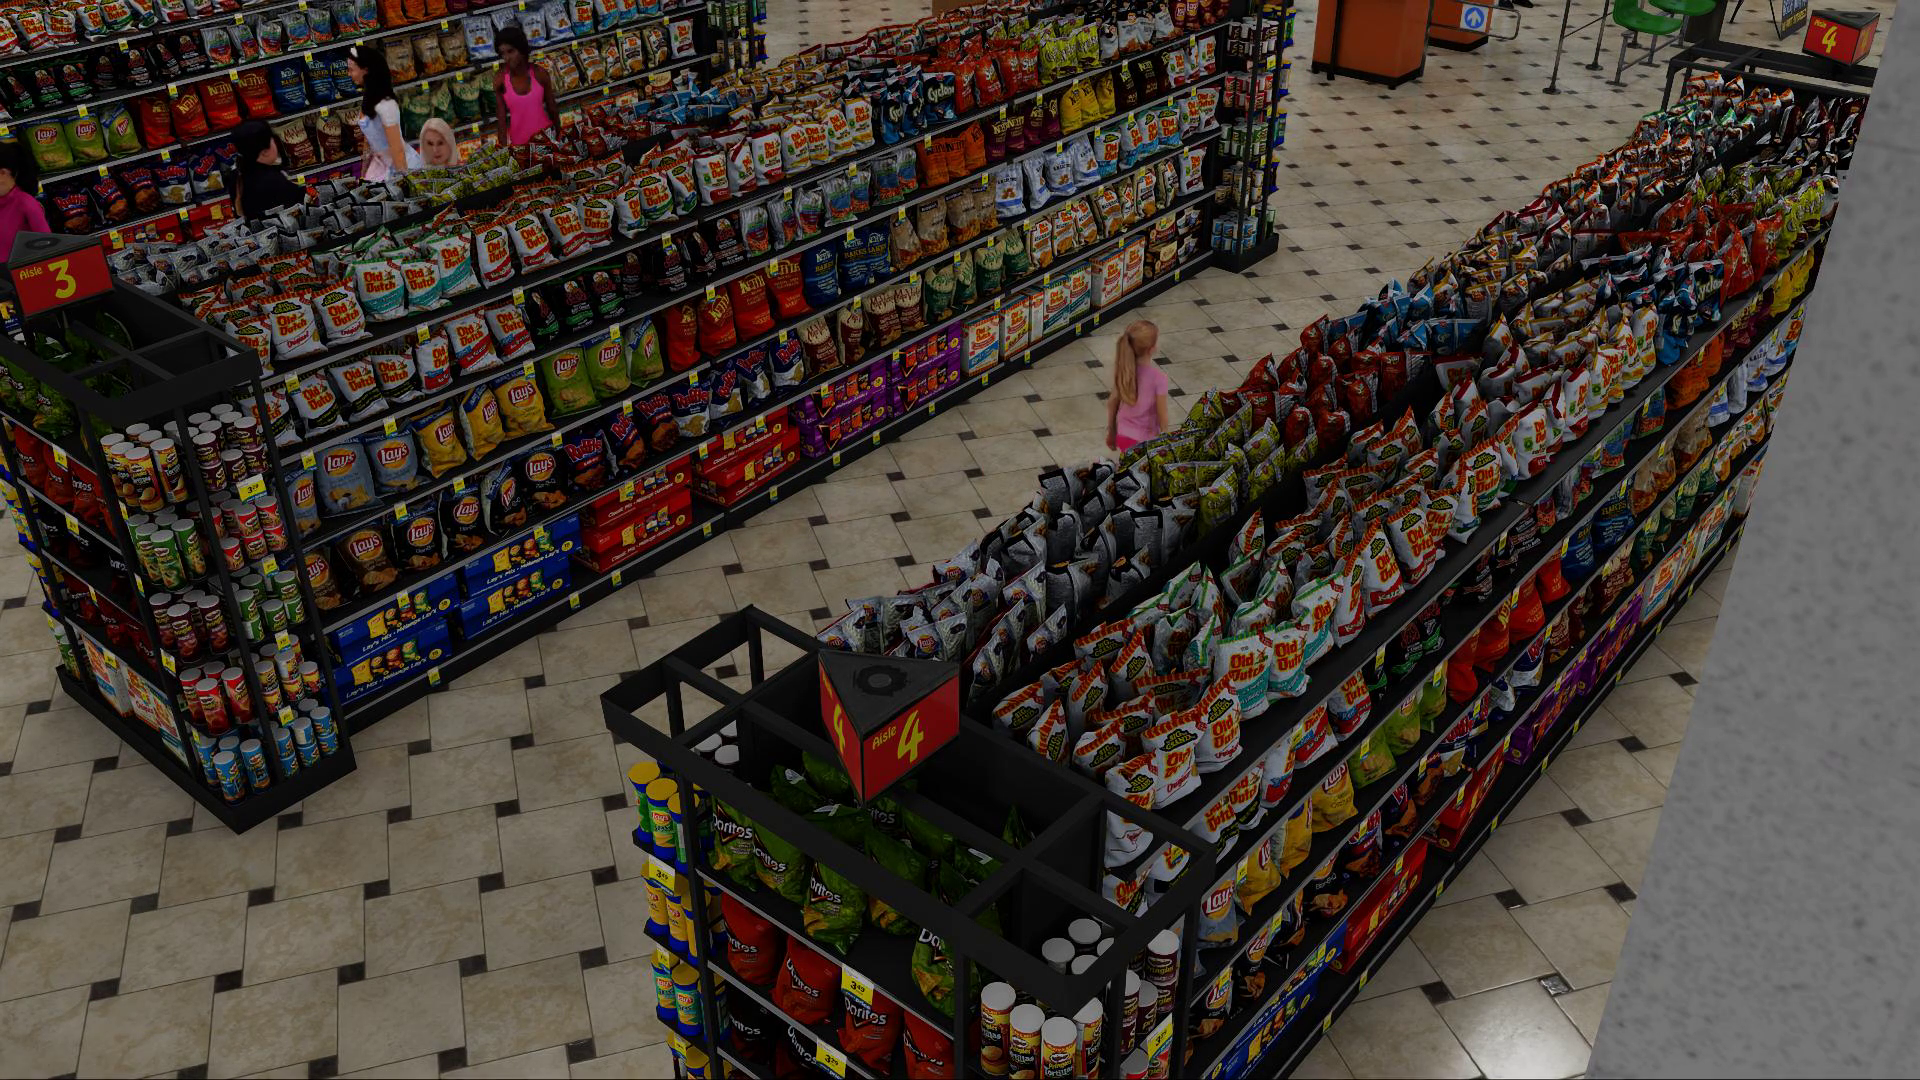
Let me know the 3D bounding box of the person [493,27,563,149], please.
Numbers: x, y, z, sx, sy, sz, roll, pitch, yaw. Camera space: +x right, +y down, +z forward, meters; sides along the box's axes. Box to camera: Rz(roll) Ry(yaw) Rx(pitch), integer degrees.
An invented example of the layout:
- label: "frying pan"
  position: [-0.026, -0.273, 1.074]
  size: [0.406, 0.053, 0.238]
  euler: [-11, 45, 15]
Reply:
- label: "person"
  position: [-2.942, -2.743, 11.565]
  size: [0.893, 1.676, 0.933]
  euler: [-8, 33, -13]

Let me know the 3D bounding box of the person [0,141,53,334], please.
- label: "person"
  position: [-5.243, -1.450, 9.464]
  size: [0.642, 1.699, 0.641]
  euler: [13, 34, 20]

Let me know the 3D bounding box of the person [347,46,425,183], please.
- label: "person"
  position: [-3.515, -2.267, 10.699]
  size: [1.027, 1.782, 0.882]
  euler: [-13, 34, -20]

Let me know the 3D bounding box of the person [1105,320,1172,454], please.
- label: "person"
  position: [0.861, -0.502, 8.353]
  size: [0.583, 1.264, 0.518]
  euler: [-28, 41, -37]

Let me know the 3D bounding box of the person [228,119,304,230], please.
- label: "person"
  position: [-4.000, -1.627, 9.775]
  size: [0.727, 1.671, 0.674]
  euler: [17, 36, 25]

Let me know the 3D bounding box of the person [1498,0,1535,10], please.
- label: "person"
  position: [6.036, -6.580, 17.596]
  size: [0.666, 1.818, 0.802]
  euler: [-11, 34, -17]
